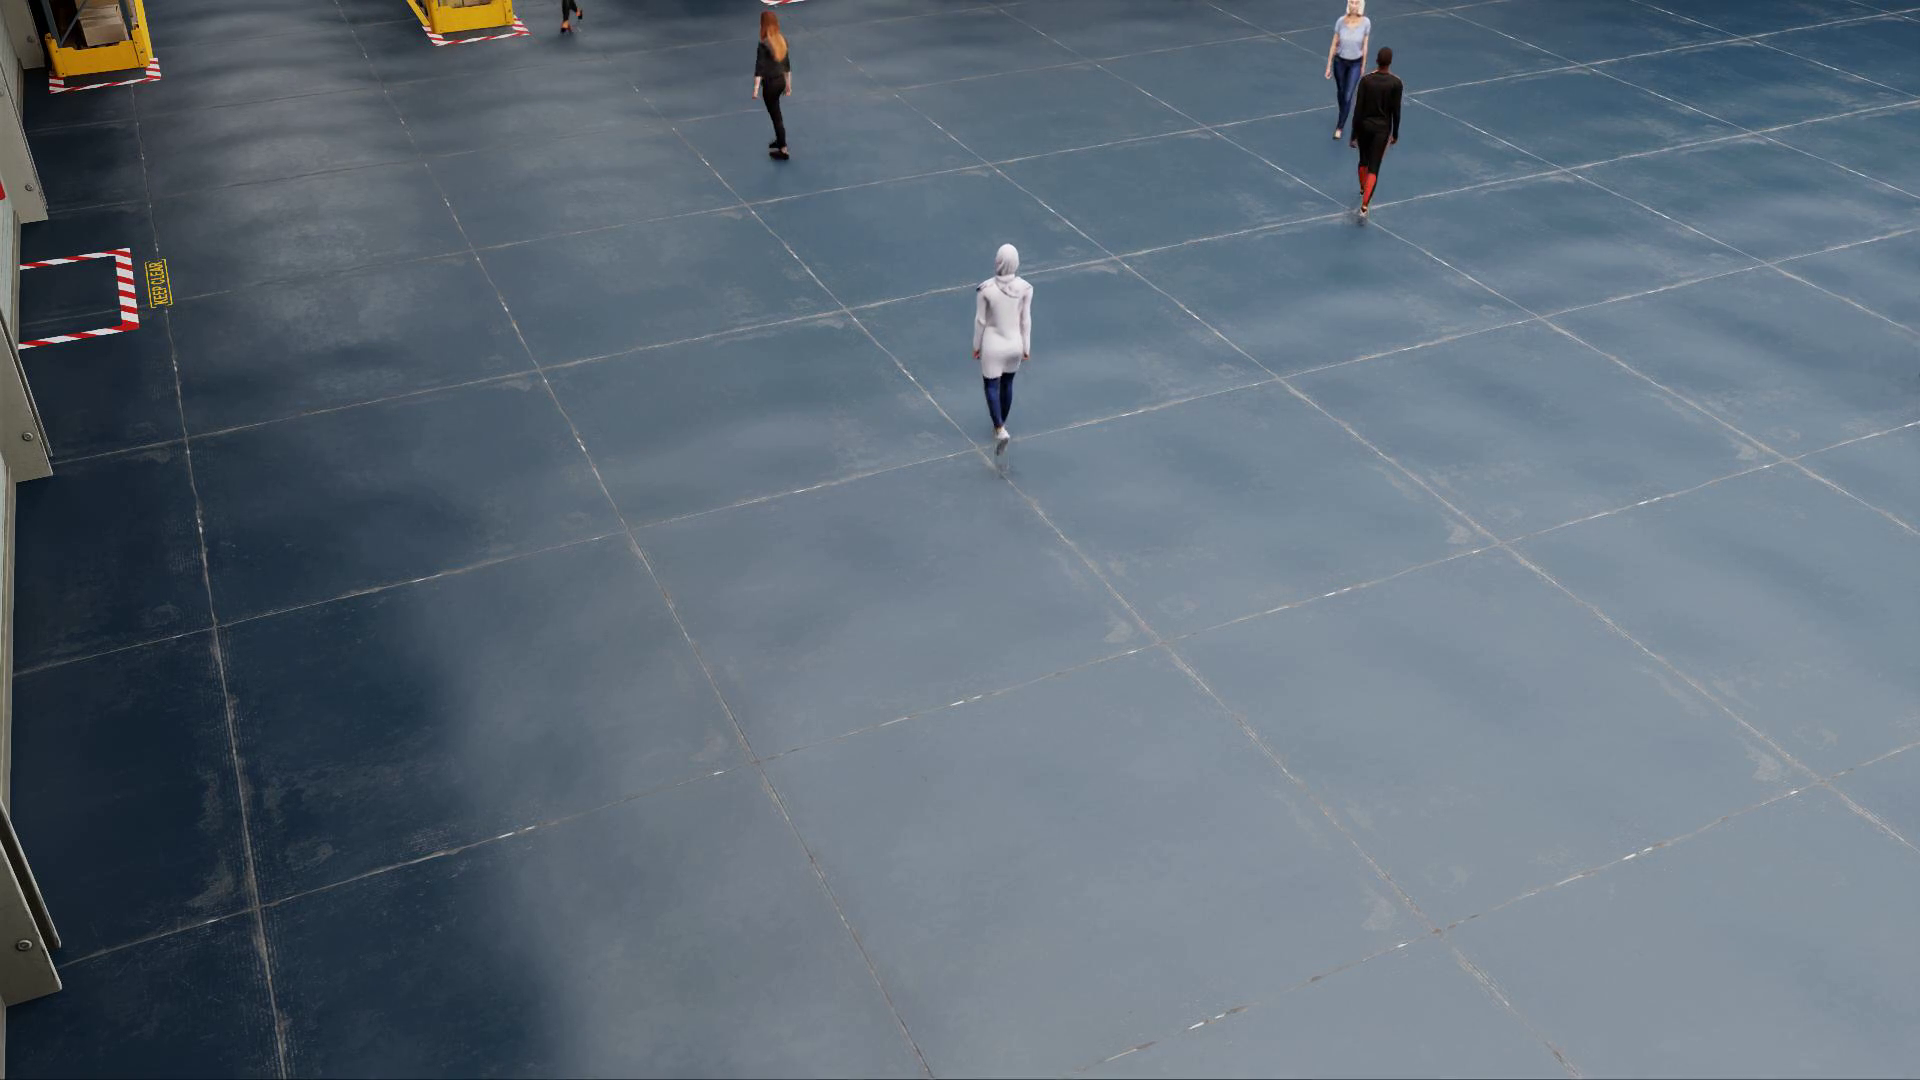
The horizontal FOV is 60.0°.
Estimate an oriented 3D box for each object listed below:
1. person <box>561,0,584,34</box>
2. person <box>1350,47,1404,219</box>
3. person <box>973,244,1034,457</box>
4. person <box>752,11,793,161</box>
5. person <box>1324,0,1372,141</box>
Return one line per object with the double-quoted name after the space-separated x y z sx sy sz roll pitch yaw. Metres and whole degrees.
-5.658 -8.043 23.587 0.995 1.653 1.148 6 34 9 "person"
4.418 -4.312 17.752 1.171 1.761 1.254 10 34 14 "person"
0.342 -1.509 13.444 0.829 1.757 1.068 -3 33 -5 "person"
-2.083 -5.225 19.213 0.804 1.698 0.754 19 38 27 "person"
4.668 -5.723 20.002 1.097 1.673 1.147 12 35 17 "person"
